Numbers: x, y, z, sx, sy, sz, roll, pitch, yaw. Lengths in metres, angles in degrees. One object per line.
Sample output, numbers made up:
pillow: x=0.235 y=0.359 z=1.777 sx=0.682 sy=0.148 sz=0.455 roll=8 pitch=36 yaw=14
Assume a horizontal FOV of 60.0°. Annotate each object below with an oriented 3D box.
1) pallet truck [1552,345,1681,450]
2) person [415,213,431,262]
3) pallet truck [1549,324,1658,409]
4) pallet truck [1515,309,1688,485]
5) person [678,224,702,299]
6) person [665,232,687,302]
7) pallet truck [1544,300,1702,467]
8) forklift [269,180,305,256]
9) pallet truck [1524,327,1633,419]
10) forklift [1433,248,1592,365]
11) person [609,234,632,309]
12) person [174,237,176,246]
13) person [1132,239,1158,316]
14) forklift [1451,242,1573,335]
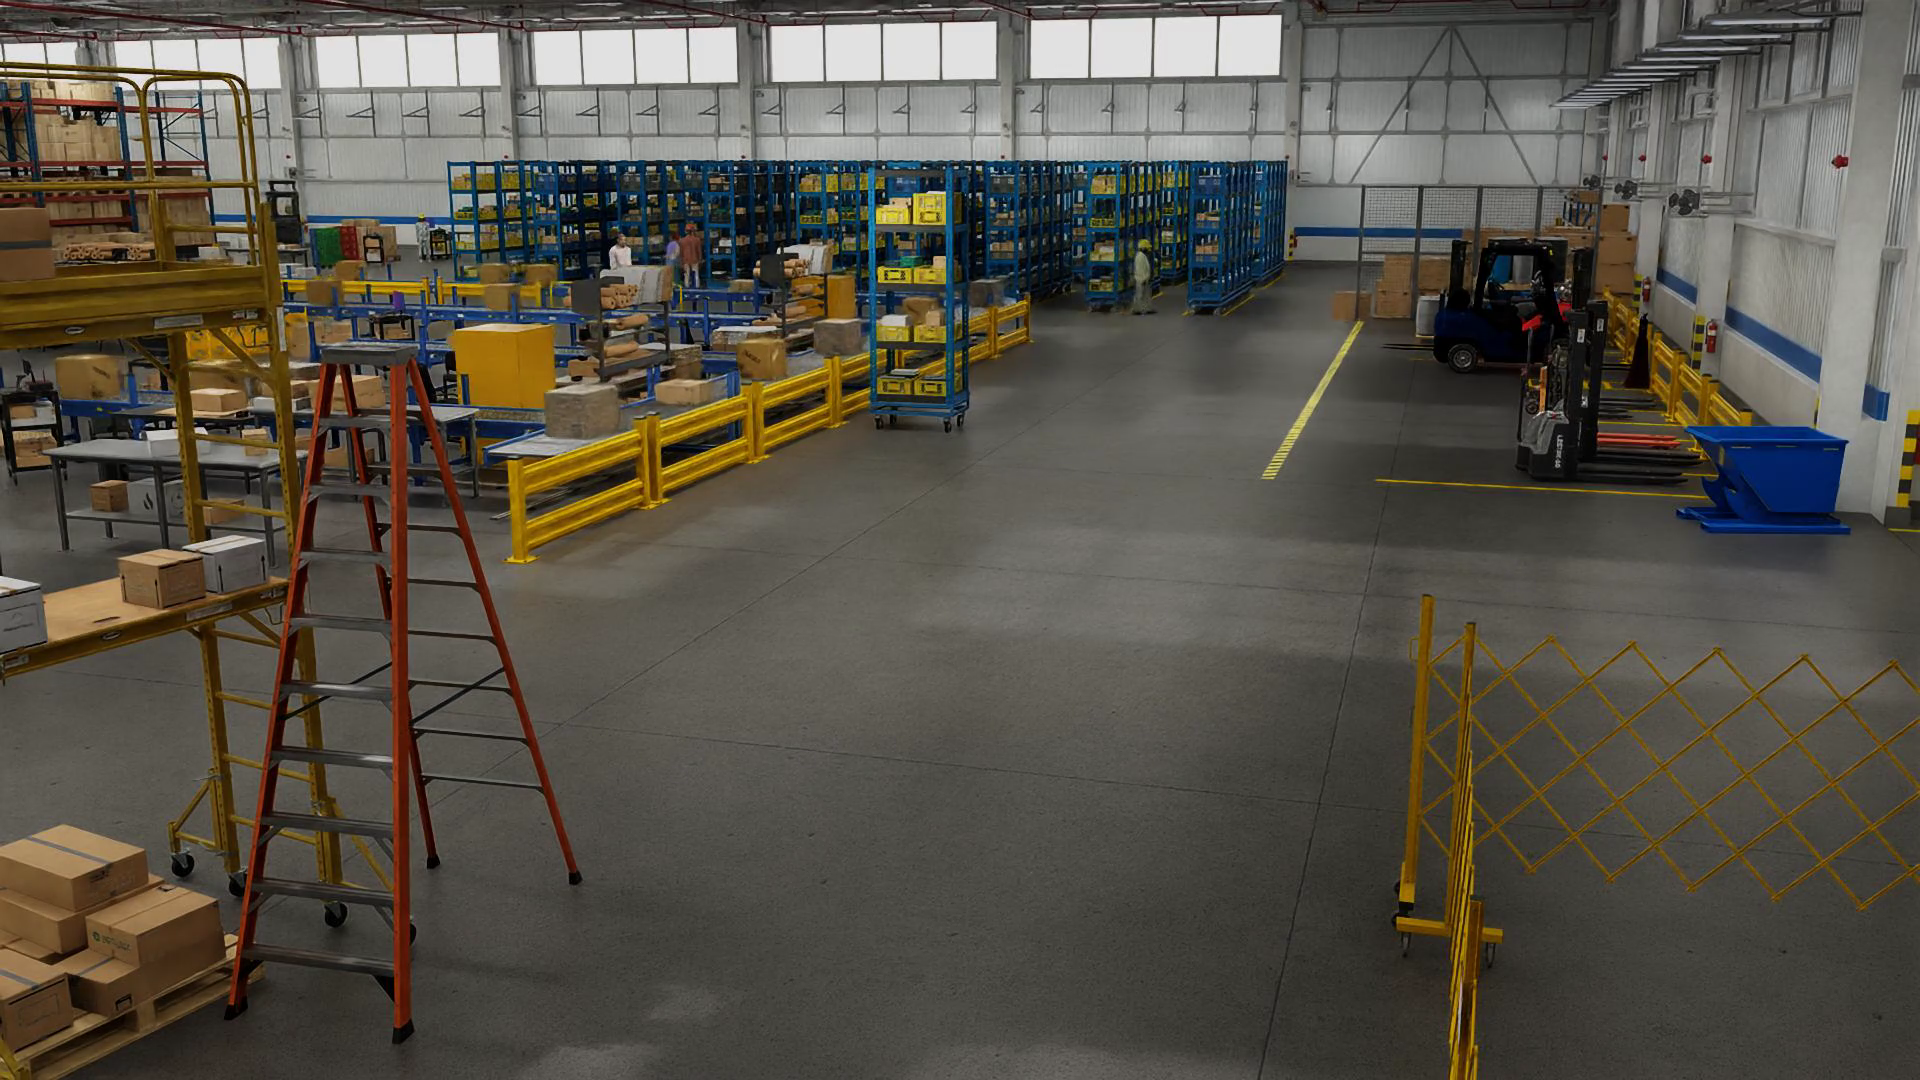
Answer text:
pallet truck: x=8.641 y=-1.896 z=21.908 sx=1.630 sy=1.274 sz=0.653 roll=4 pitch=14 yaw=16
person: x=-19.119 y=-10.757 z=59.248 sx=0.485 sy=1.735 sz=0.347 roll=-7 pitch=15 yaw=-28
pallet truck: x=9.824 y=-2.669 z=25.407 sx=1.601 sy=1.201 sz=0.680 roll=4 pitch=14 yaw=16
pallet truck: x=7.554 y=-1.677 z=19.446 sx=1.885 sy=1.965 sz=0.823 roll=3 pitch=13 yaw=14
person: x=-7.116 y=-7.345 z=43.931 sx=0.623 sy=1.992 sz=0.396 roll=-2 pitch=13 yaw=-11
person: x=-7.362 y=-7.132 z=43.422 sx=0.851 sy=1.803 sz=0.639 roll=-7 pitch=15 yaw=-26
pallet truck: x=8.263 y=-1.952 z=20.631 sx=1.885 sy=1.965 sz=0.823 roll=5 pitch=14 yaw=20
forklift: x=-25.599 y=-12.231 z=63.106 sx=1.129 sy=2.768 sz=1.873 roll=-4 pitch=14 yaw=-17
pallet truck: x=9.065 y=-2.460 z=24.370 sx=1.522 sy=1.261 sz=0.704 roll=3 pitch=13 yaw=14
forklift: x=9.780 y=-4.111 z=29.280 sx=2.680 sy=1.987 sz=1.157 roll=3 pitch=13 yaw=14
person: x=-8.131 y=-6.418 z=40.125 sx=0.400 sy=1.905 sz=0.645 roll=10 pitch=16 yaw=36
person: x=-24.570 y=-9.045 z=51.401 sx=0.616 sy=1.935 sz=0.418 roll=-7 pitch=15 yaw=-28
person: x=4.435 y=-6.214 z=39.452 sx=0.747 sy=1.803 sz=0.614 roll=3 pitch=13 yaw=14
forklift: x=10.464 y=-4.597 z=31.405 sx=2.680 sy=1.987 sz=1.157 roll=4 pitch=14 yaw=16
